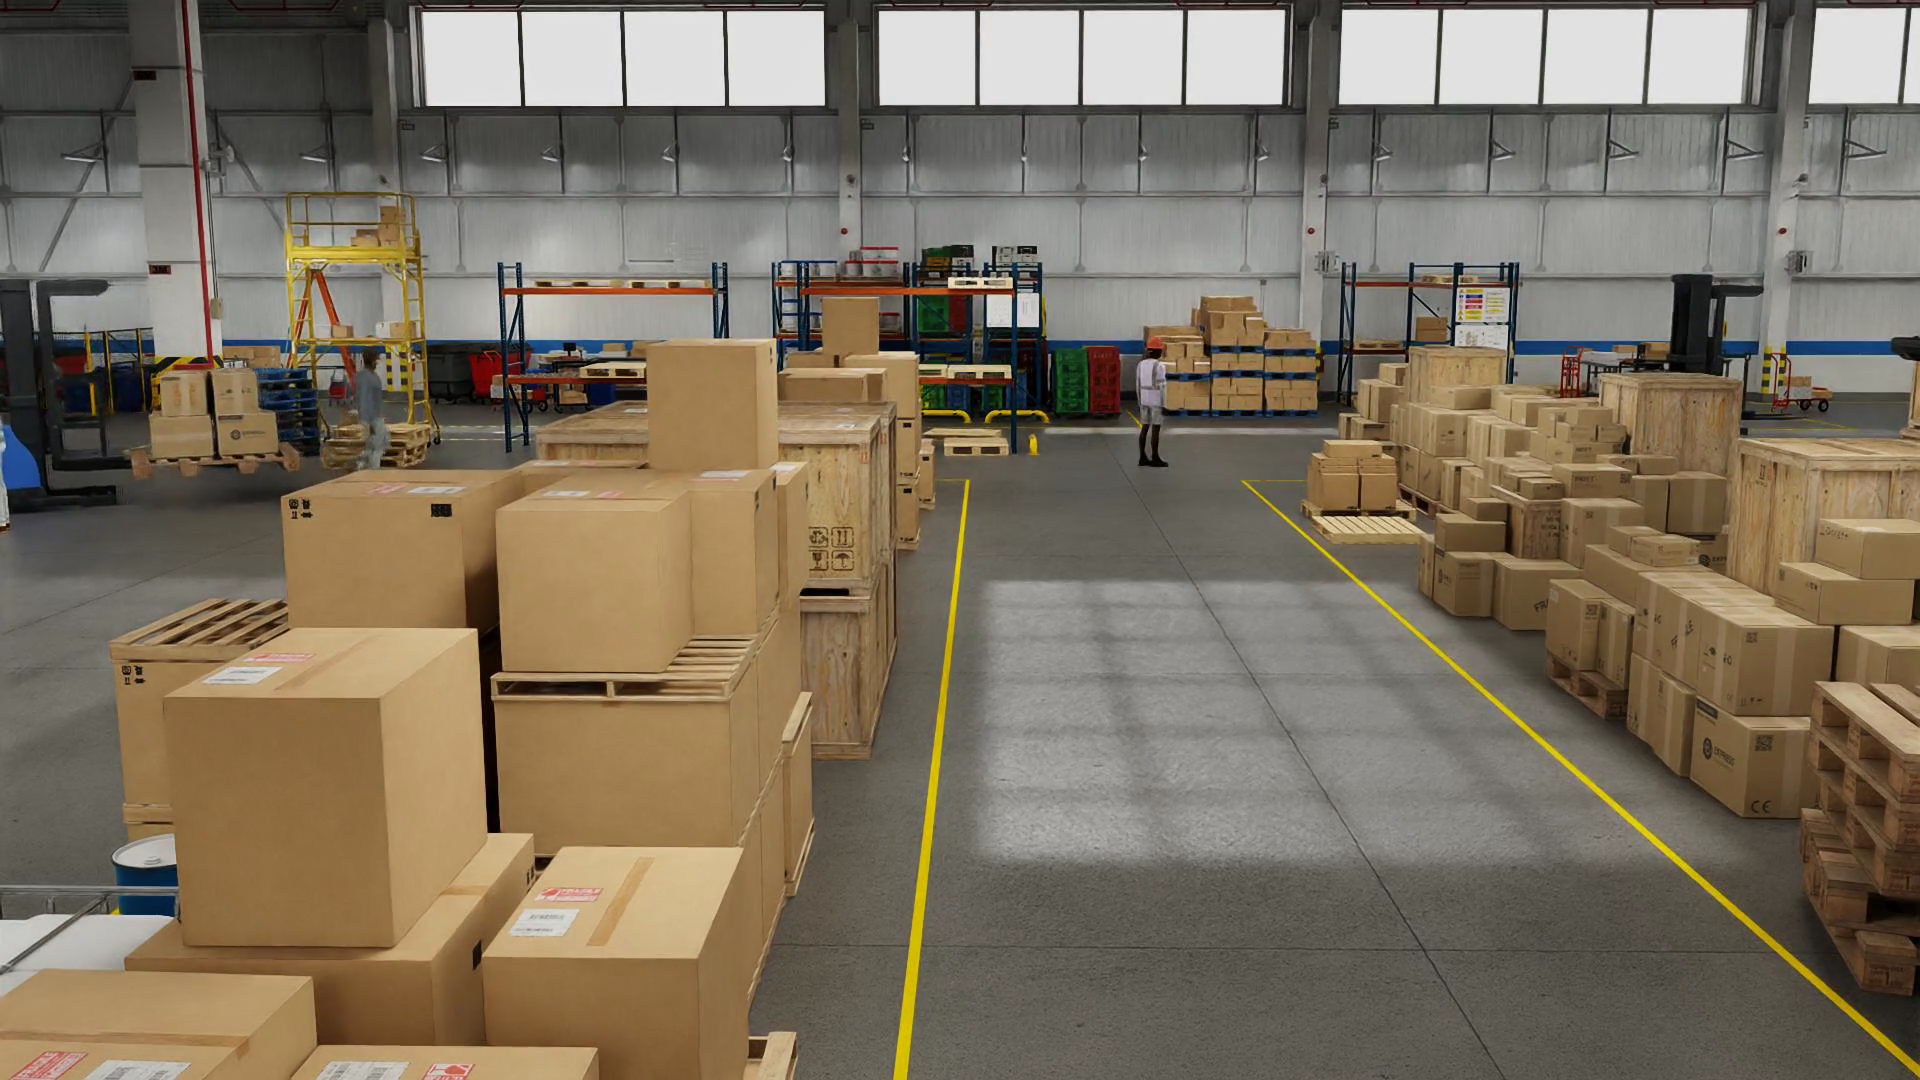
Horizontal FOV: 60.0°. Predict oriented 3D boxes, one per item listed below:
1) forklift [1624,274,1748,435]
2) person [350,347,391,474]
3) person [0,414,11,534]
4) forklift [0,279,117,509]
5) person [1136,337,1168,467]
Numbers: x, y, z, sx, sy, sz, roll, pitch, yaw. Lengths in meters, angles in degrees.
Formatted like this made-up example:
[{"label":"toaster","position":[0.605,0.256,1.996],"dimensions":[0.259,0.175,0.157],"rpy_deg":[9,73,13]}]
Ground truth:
[{"label":"forklift","position":[12.779,-3.275,29.253],"dimensions":[1.873,2.768,1.129],"rpy_deg":[0,9,1]},{"label":"person","position":[-7.801,-1.592,22.038],"dimensions":[0.486,1.920,0.647],"rpy_deg":[-2,10,-12]},{"label":"person","position":[-10.864,-0.993,18.589],"dimensions":[0.343,1.881,0.580],"rpy_deg":[-4,10,-21]},{"label":"forklift","position":[-11.508,-1.797,20.400],"dimensions":[1.873,2.768,1.129],"rpy_deg":[-5,11,-26]},{"label":"person","position":[2.879,-2.051,24.740],"dimensions":[0.374,1.935,0.552],"rpy_deg":[-8,12,-39]}]
